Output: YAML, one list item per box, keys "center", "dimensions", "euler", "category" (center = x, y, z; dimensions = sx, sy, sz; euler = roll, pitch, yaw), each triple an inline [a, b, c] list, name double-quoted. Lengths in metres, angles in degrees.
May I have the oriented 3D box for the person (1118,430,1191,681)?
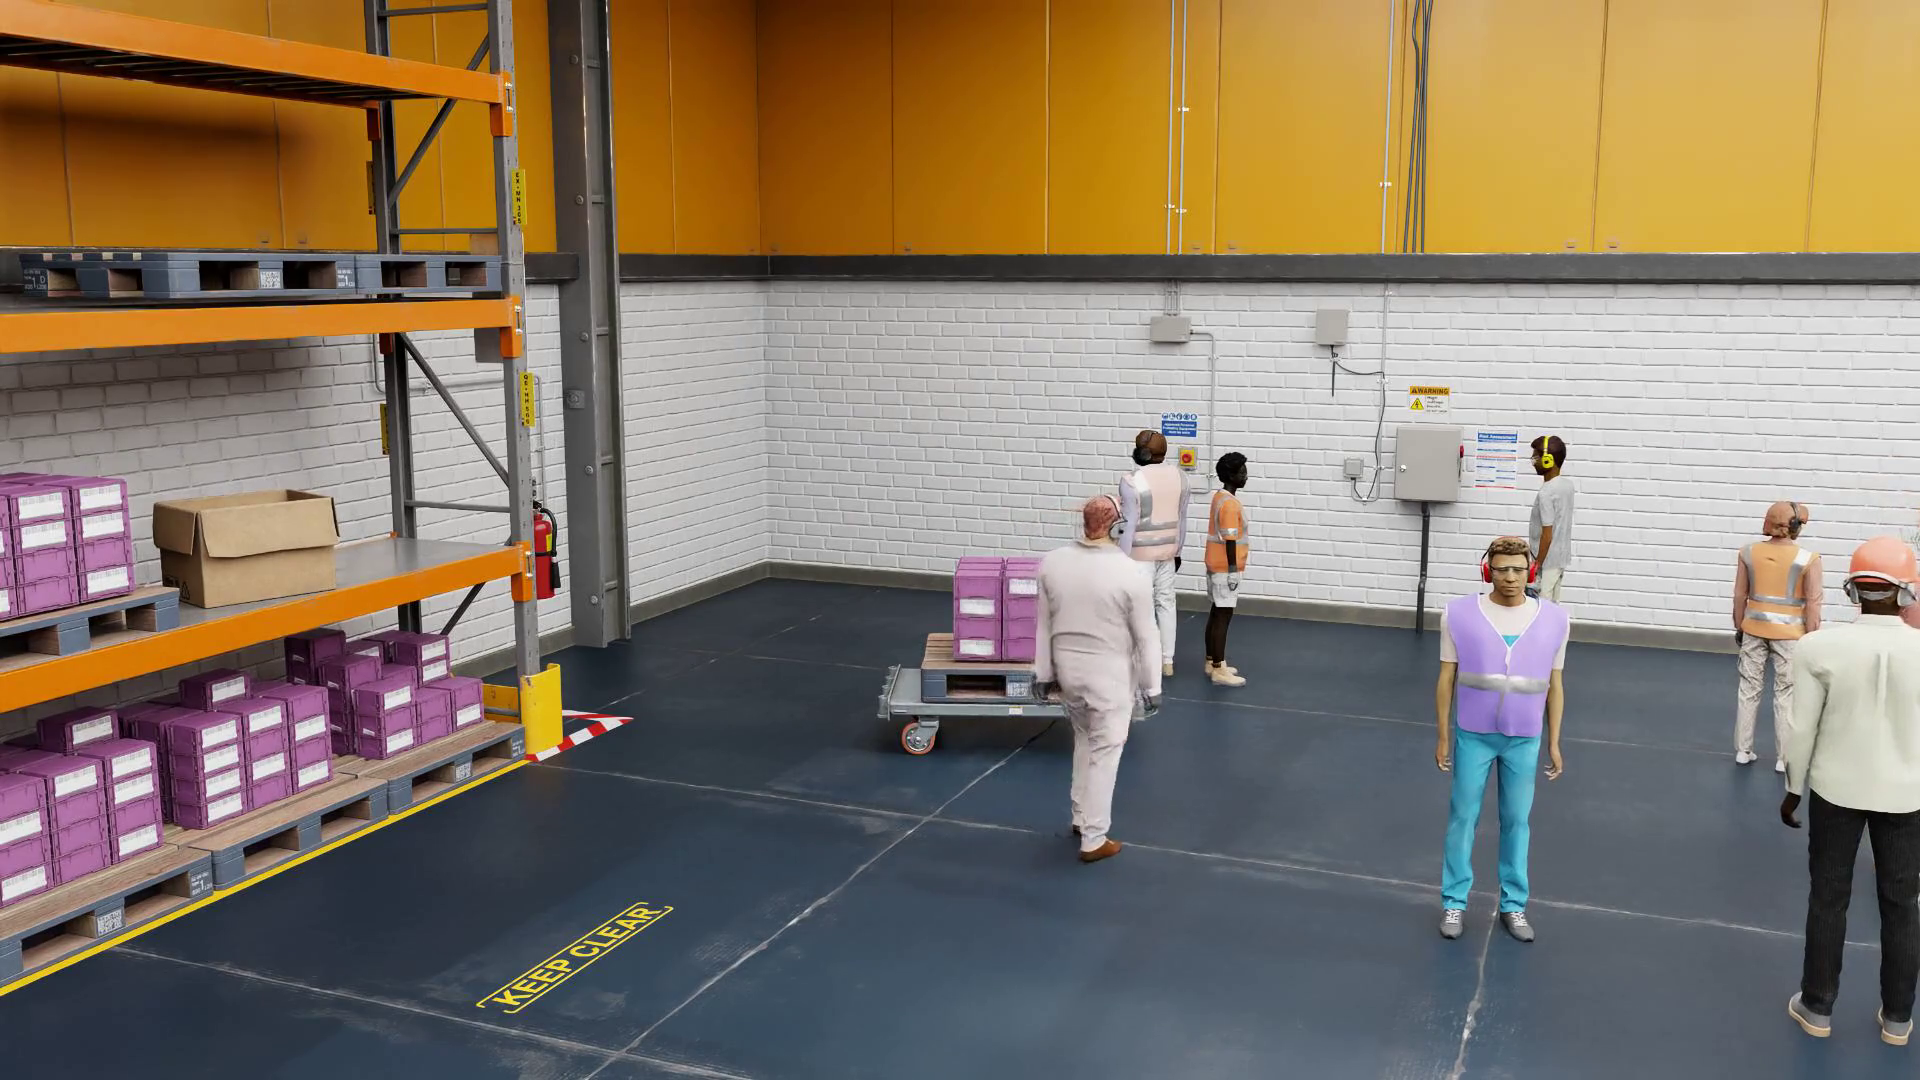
- center: [1.384, 0.108, 12.221]
  dimensions: [0.633, 1.845, 0.429]
  euler: [-6, 11, -34]
  category: "person"

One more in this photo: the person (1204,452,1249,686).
- center: [1.943, 0.202, 12.097]
  dimensions: [0.317, 1.695, 0.540]
  euler: [0, 9, 0]
  category: "person"

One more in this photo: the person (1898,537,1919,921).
- center: [4.499, 0.787, 7.711]
  dimensions: [0.634, 1.973, 0.572]
  euler: [0, 9, 0]
  category: "person"

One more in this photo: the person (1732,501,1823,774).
- center: [4.891, 0.580, 9.990]
  dimensions: [0.315, 1.637, 0.514]
  euler: [-7, 12, -38]
  category: "person"

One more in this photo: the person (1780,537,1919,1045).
- center: [3.544, 0.977, 6.509]
  dimensions: [0.612, 1.991, 0.392]
  euler: [3, 10, 19]
  category: "person"

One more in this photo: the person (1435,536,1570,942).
- center: [2.432, 0.884, 7.511]
  dimensions: [0.563, 1.846, 0.390]
  euler: [1, 9, 7]
  category: "person"

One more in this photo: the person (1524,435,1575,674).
- center: [4.089, 0.198, 11.630]
  dimensions: [0.329, 1.862, 0.507]
  euler: [7, 12, 36]
  category: "person"

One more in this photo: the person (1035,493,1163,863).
- center: [0.751, 0.694, 8.548]
  dimensions: [0.672, 1.885, 0.609]
  euler: [7, 12, 36]
  category: "person"
